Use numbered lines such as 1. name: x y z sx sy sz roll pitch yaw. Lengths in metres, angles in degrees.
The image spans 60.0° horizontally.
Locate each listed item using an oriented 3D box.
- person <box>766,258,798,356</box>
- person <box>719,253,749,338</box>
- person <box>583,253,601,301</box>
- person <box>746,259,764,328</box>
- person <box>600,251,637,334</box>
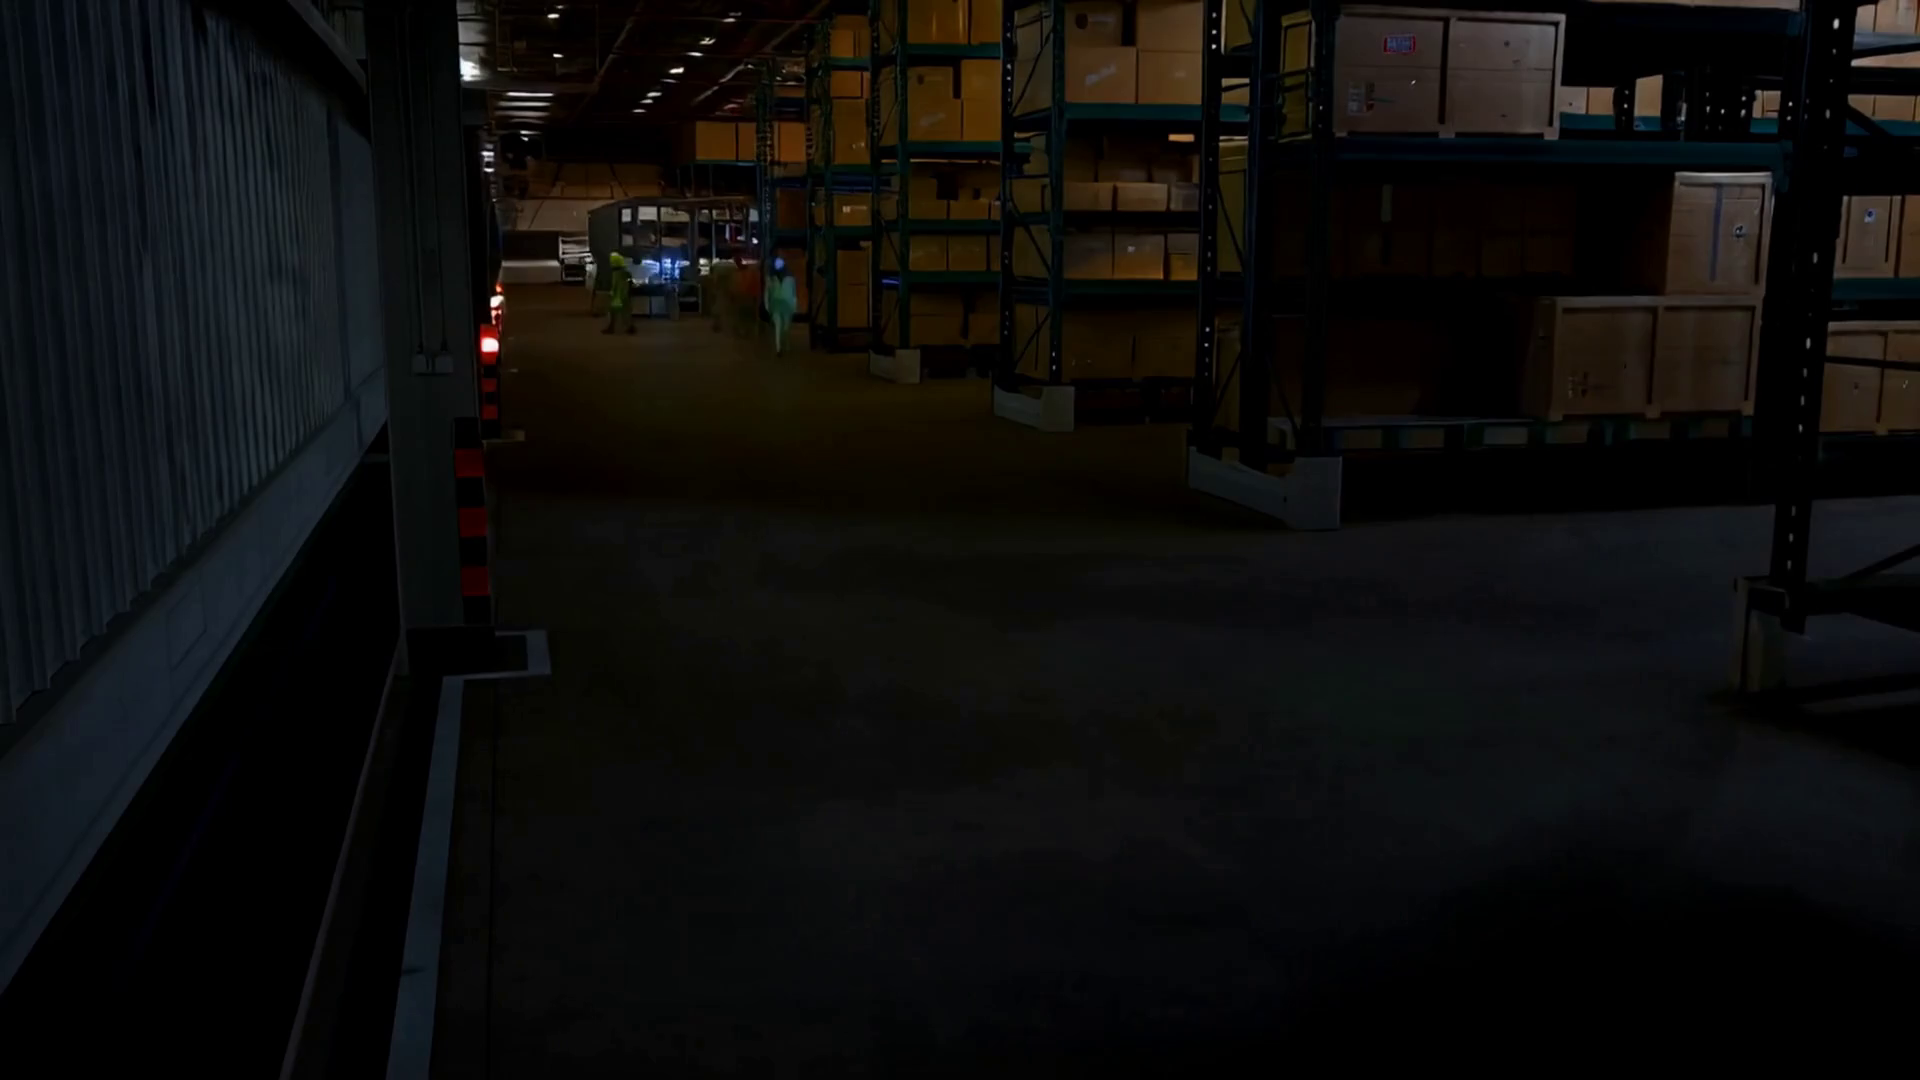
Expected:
1. person: -3.298 -4.323 30.874 0.595 1.819 0.639 0 10 -1
2. person: -4.929 -5.399 36.759 0.784 1.876 0.648 6 12 30
3. person: -13.523 -9.668 61.187 0.608 1.781 0.928 -5 11 -24
4. person: -5.026 -6.127 41.393 0.504 1.703 0.859 3 10 16
5. person: -7.873 -5.683 38.303 0.857 1.906 0.547 -1 10 -7
